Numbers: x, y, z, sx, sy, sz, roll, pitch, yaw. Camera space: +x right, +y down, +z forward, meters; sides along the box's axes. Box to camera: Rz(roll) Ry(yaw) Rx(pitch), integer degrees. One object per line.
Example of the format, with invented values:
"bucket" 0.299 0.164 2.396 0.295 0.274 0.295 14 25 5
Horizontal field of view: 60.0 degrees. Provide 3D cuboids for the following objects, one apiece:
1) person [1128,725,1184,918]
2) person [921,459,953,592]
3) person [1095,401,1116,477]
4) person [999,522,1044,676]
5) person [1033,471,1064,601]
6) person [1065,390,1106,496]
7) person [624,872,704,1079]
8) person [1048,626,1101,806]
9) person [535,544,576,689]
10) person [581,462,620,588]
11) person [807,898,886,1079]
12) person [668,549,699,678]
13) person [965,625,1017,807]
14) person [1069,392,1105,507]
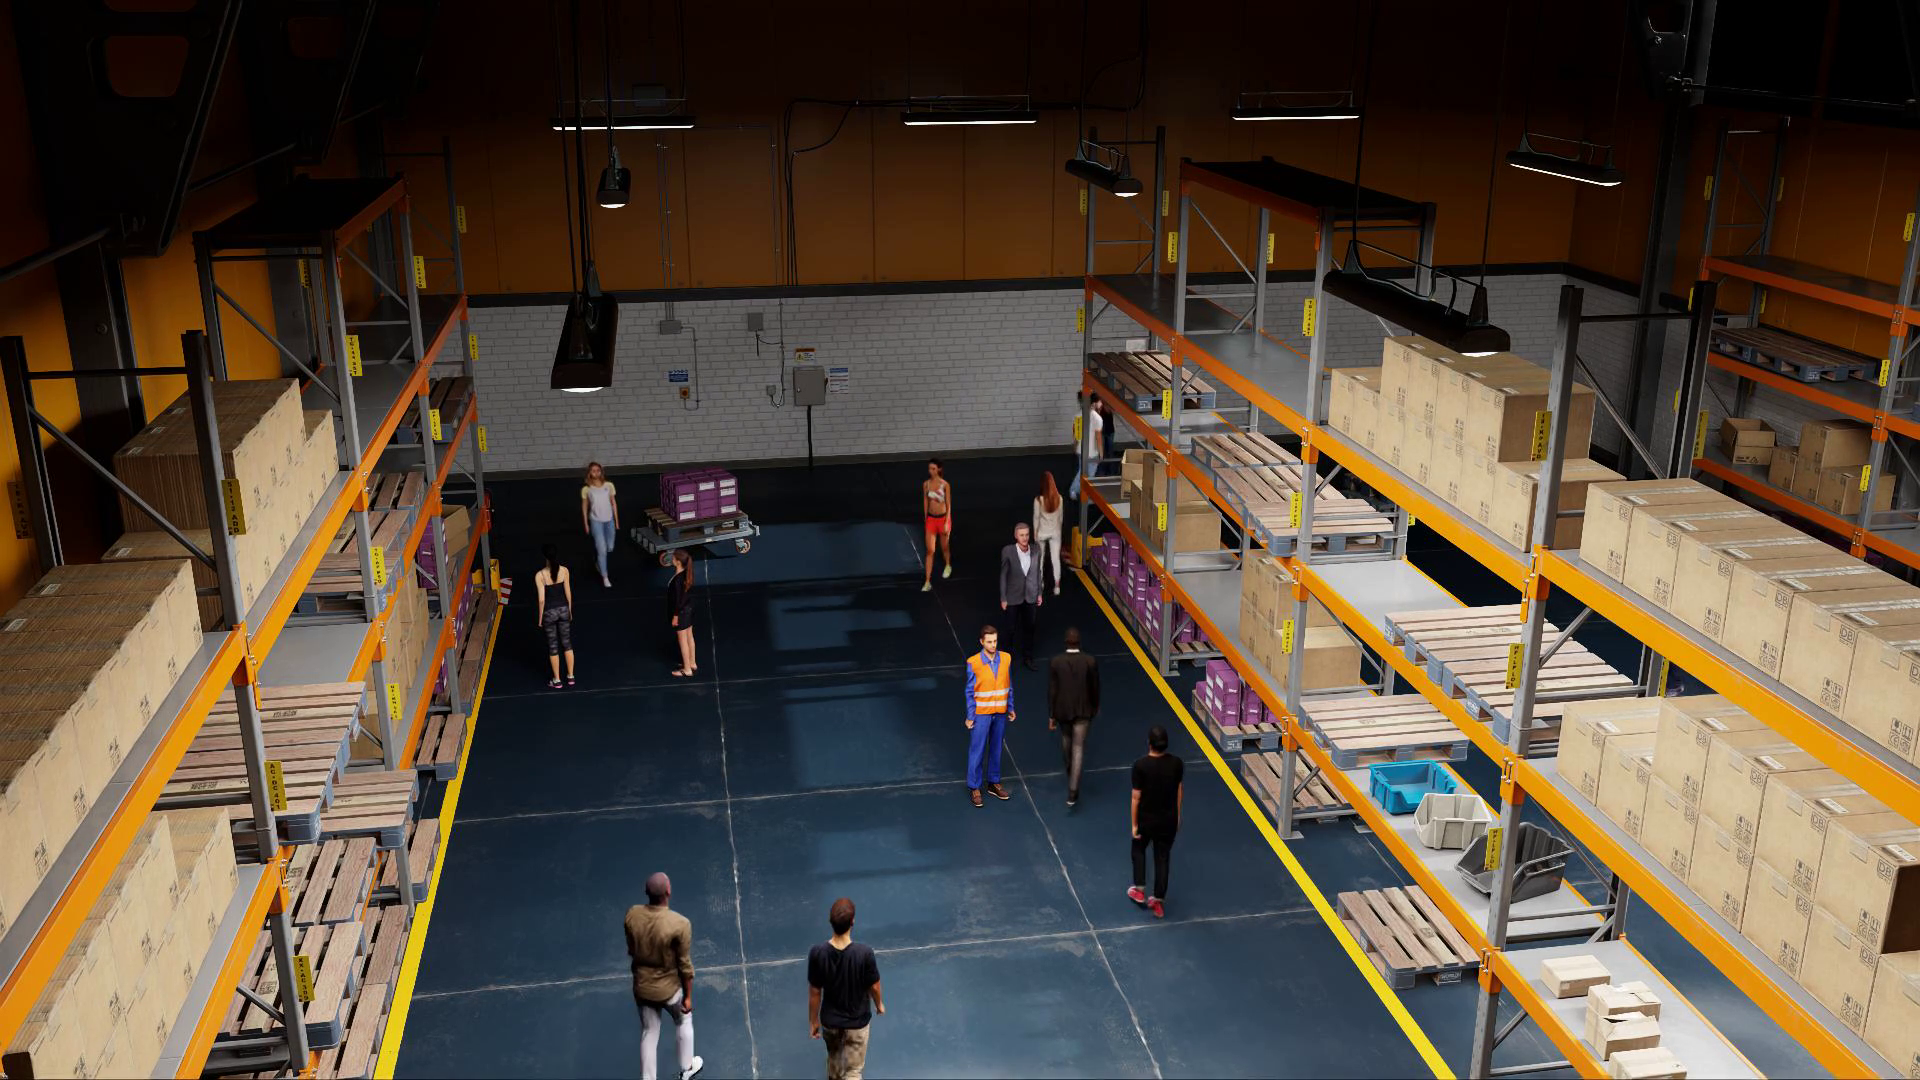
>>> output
"person" 1.721 2.461 14.394 0.652 1.744 0.686 -2 19 -5
"person" -0.255 -0.237 22.401 0.934 1.747 1.215 6 19 16
"person" 2.335 -1.734 26.885 0.678 1.722 0.683 -15 23 -37
"person" 0.716 0.656 19.602 0.755 1.842 0.664 -6 20 -19
"person" 1.201 -0.046 21.920 0.594 1.692 1.073 -2 19 -7
"person" 2.034 -1.476 26.076 1.165 1.749 1.064 15 24 38
"person" -2.186 3.262 11.917 0.925 1.807 1.012 4 19 11
"person" 1.128 1.768 16.441 0.947 1.752 1.303 3 19 9
"person" -4.654 0.867 19.155 0.653 1.726 0.669 -13 22 -33
"person" -4.869 -0.241 22.477 0.848 1.706 1.059 -11 21 -29
"person" -0.807 3.387 11.512 0.814 1.829 1.004 3 19 8
"person" -3.252 0.833 19.526 0.682 1.555 0.593 4 19 12
"person" 0.290 1.708 16.443 0.771 1.863 0.720 -10 21 -26
"person" 1.938 -1.361 25.609 0.849 1.831 0.930 16 24 39
